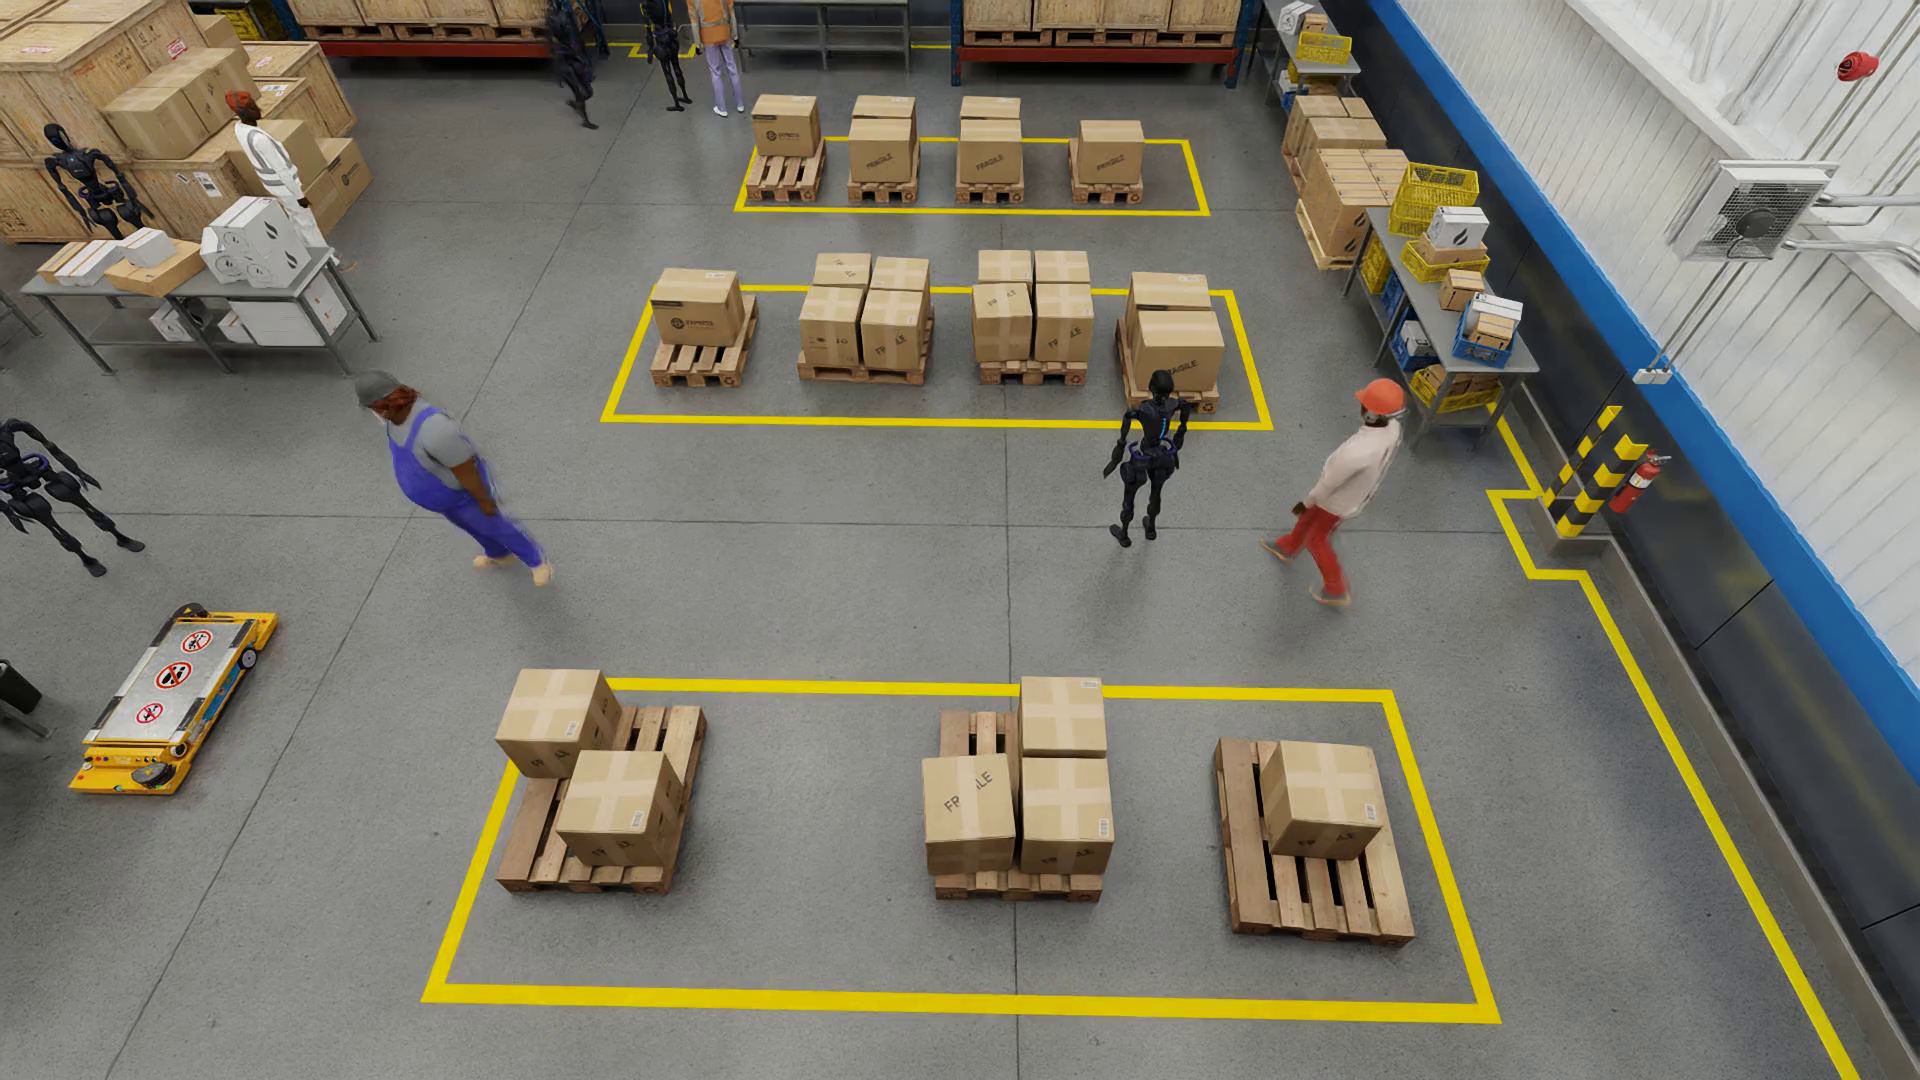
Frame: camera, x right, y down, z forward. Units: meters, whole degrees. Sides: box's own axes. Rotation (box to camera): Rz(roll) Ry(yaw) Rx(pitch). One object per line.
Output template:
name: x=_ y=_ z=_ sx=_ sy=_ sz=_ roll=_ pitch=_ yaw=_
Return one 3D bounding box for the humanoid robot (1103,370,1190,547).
humanoid robot: x=1.409 y=-0.612 z=6.952 sx=0.602 sy=1.658 sz=0.324 roll=-12 pitch=51 yaw=-10

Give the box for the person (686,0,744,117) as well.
person: x=-3.134 y=-6.444 z=11.737 sx=0.594 sy=1.924 sz=0.376 roll=-24 pitch=54 yaw=-19

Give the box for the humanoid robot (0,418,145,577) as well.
humanoid robot: x=-6.796 y=-0.382 z=6.767 sx=0.328 sy=1.651 sz=0.572 roll=26 pitch=54 yaw=20

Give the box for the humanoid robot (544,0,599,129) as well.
humanoid robot: x=-4.961 y=-6.075 z=11.585 sx=0.451 sy=1.638 sz=0.642 roll=18 pitch=52 yaw=15

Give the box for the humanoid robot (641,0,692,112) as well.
humanoid robot: x=-3.867 y=-6.485 z=11.923 sx=0.331 sy=1.657 sz=0.586 roll=14 pitch=51 yaw=12

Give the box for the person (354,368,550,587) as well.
person: x=-3.625 y=-0.402 z=6.548 sx=0.811 sy=2.000 sz=0.571 roll=30 pitch=56 yaw=23

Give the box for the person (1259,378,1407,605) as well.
person: x=2.709 y=-0.338 z=6.539 sx=0.617 sy=1.964 sz=0.847 roll=-37 pitch=59 yaw=-27

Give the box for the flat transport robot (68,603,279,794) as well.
flat transport robot: x=-5.504 y=1.072 z=6.442 sx=0.652 sy=0.197 sz=1.431 roll=1 pitch=50 yaw=1

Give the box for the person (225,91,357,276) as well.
person: x=-6.883 y=-3.612 z=9.367 sx=0.573 sy=1.881 sz=0.357 roll=32 pitch=57 yaw=24

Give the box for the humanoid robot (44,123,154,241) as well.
humanoid robot: x=-8.631 y=-3.386 z=9.301 sx=0.584 sy=1.657 sz=0.330 roll=-25 pitch=54 yaw=-20
